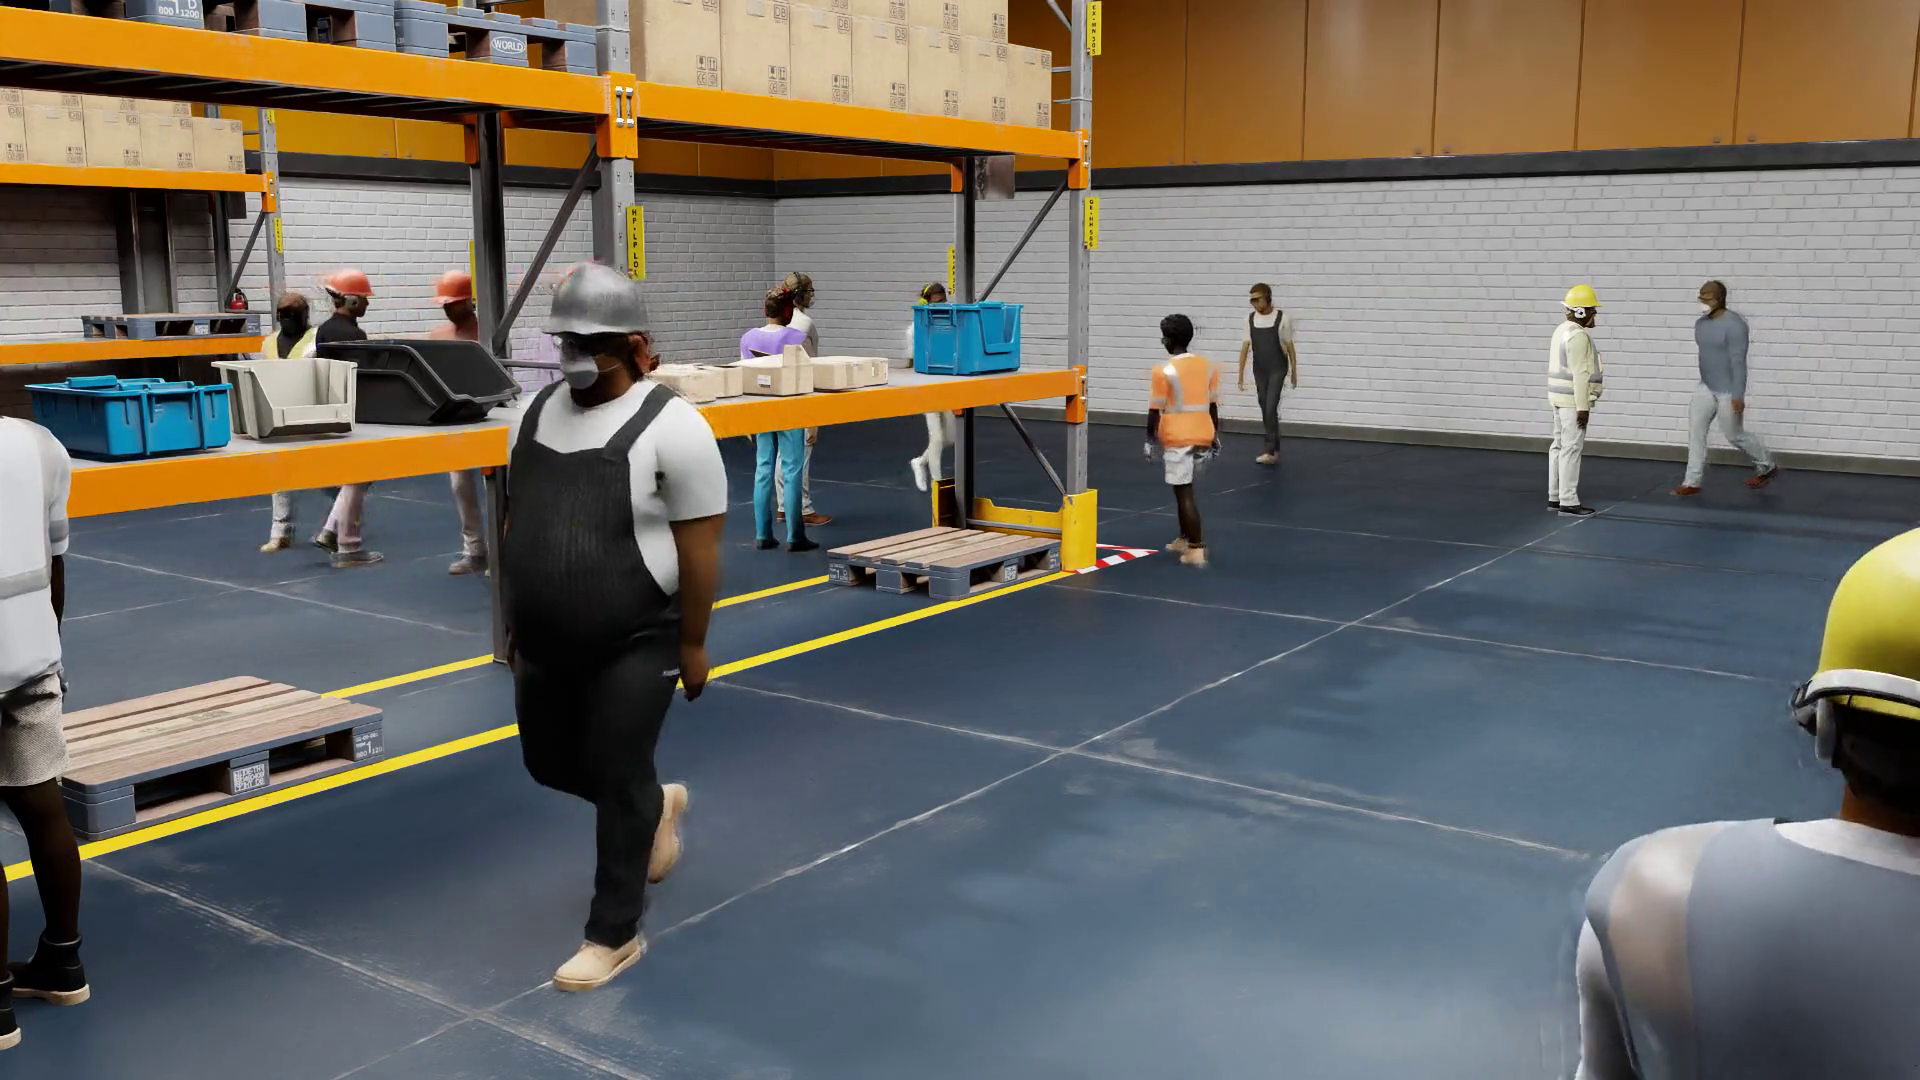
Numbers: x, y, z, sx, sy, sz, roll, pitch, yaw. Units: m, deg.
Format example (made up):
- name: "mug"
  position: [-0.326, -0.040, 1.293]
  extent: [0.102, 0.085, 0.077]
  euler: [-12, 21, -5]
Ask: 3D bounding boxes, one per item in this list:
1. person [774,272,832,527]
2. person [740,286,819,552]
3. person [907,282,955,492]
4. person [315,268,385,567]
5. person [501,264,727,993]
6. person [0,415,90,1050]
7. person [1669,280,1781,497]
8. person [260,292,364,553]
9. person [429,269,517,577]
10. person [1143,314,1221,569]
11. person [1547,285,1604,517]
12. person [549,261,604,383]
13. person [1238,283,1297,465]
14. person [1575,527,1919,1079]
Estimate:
- name: "person"
  position: [-1.241, -1.071, 12.725]
  extent: [0.373, 1.940, 0.629]
  euler: [-5, 11, -29]
- name: "person"
  position: [-1.265, -0.835, 11.590]
  extent: [0.575, 1.843, 0.373]
  euler: [4, 11, 25]
- name: "person"
  position: [-0.220, -1.235, 13.969]
  extent: [0.536, 1.852, 0.704]
  euler: [-6, 11, -32]
- name: "person"
  position: [-4.008, -0.800, 11.003]
  extent: [0.435, 1.975, 0.625]
  euler: [-8, 12, -38]
- name: "person"
  position: [-0.996, 0.204, 4.822]
  extent: [0.694, 2.000, 0.740]
  euler: [5, 11, 26]
- name: "person"
  position: [-2.547, 0.331, 4.291]
  extent: [0.367, 1.965, 0.604]
  euler: [2, 10, 12]
- name: "person"
  position: [6.638, -1.294, 14.290]
  extent: [0.967, 1.883, 0.643]
  euler: [-3, 10, -15]
- name: "person"
  position: [-4.593, -0.837, 11.716]
  extent: [0.645, 1.820, 0.711]
  euler: [3, 10, 17]
- name: "person"
  position: [-3.116, -0.728, 10.595]
  extent: [0.644, 1.970, 0.458]
  euler: [3, 10, 19]
- name: "person"
  position: [1.428, -0.662, 11.062]
  extent: [0.546, 1.664, 0.690]
  euler: [-6, 11, -33]
- name: "person"
  position: [4.891, -1.103, 13.228]
  extent: [0.403, 1.833, 0.590]
  euler: [1, 10, 3]
- name: "person"
  position: [-2.306, -0.633, 9.870]
  extent: [0.665, 2.027, 0.617]
  euler: [-7, 12, -35]
- name: "person"
  position: [3.042, -1.637, 16.486]
  extent: [0.529, 1.796, 0.809]
  euler: [7, 12, 34]
- name: "person"
  position: [0.941, 0.854, 1.691]
  extent: [0.898, 1.785, 0.621]
  euler: [-9, 13, -44]
